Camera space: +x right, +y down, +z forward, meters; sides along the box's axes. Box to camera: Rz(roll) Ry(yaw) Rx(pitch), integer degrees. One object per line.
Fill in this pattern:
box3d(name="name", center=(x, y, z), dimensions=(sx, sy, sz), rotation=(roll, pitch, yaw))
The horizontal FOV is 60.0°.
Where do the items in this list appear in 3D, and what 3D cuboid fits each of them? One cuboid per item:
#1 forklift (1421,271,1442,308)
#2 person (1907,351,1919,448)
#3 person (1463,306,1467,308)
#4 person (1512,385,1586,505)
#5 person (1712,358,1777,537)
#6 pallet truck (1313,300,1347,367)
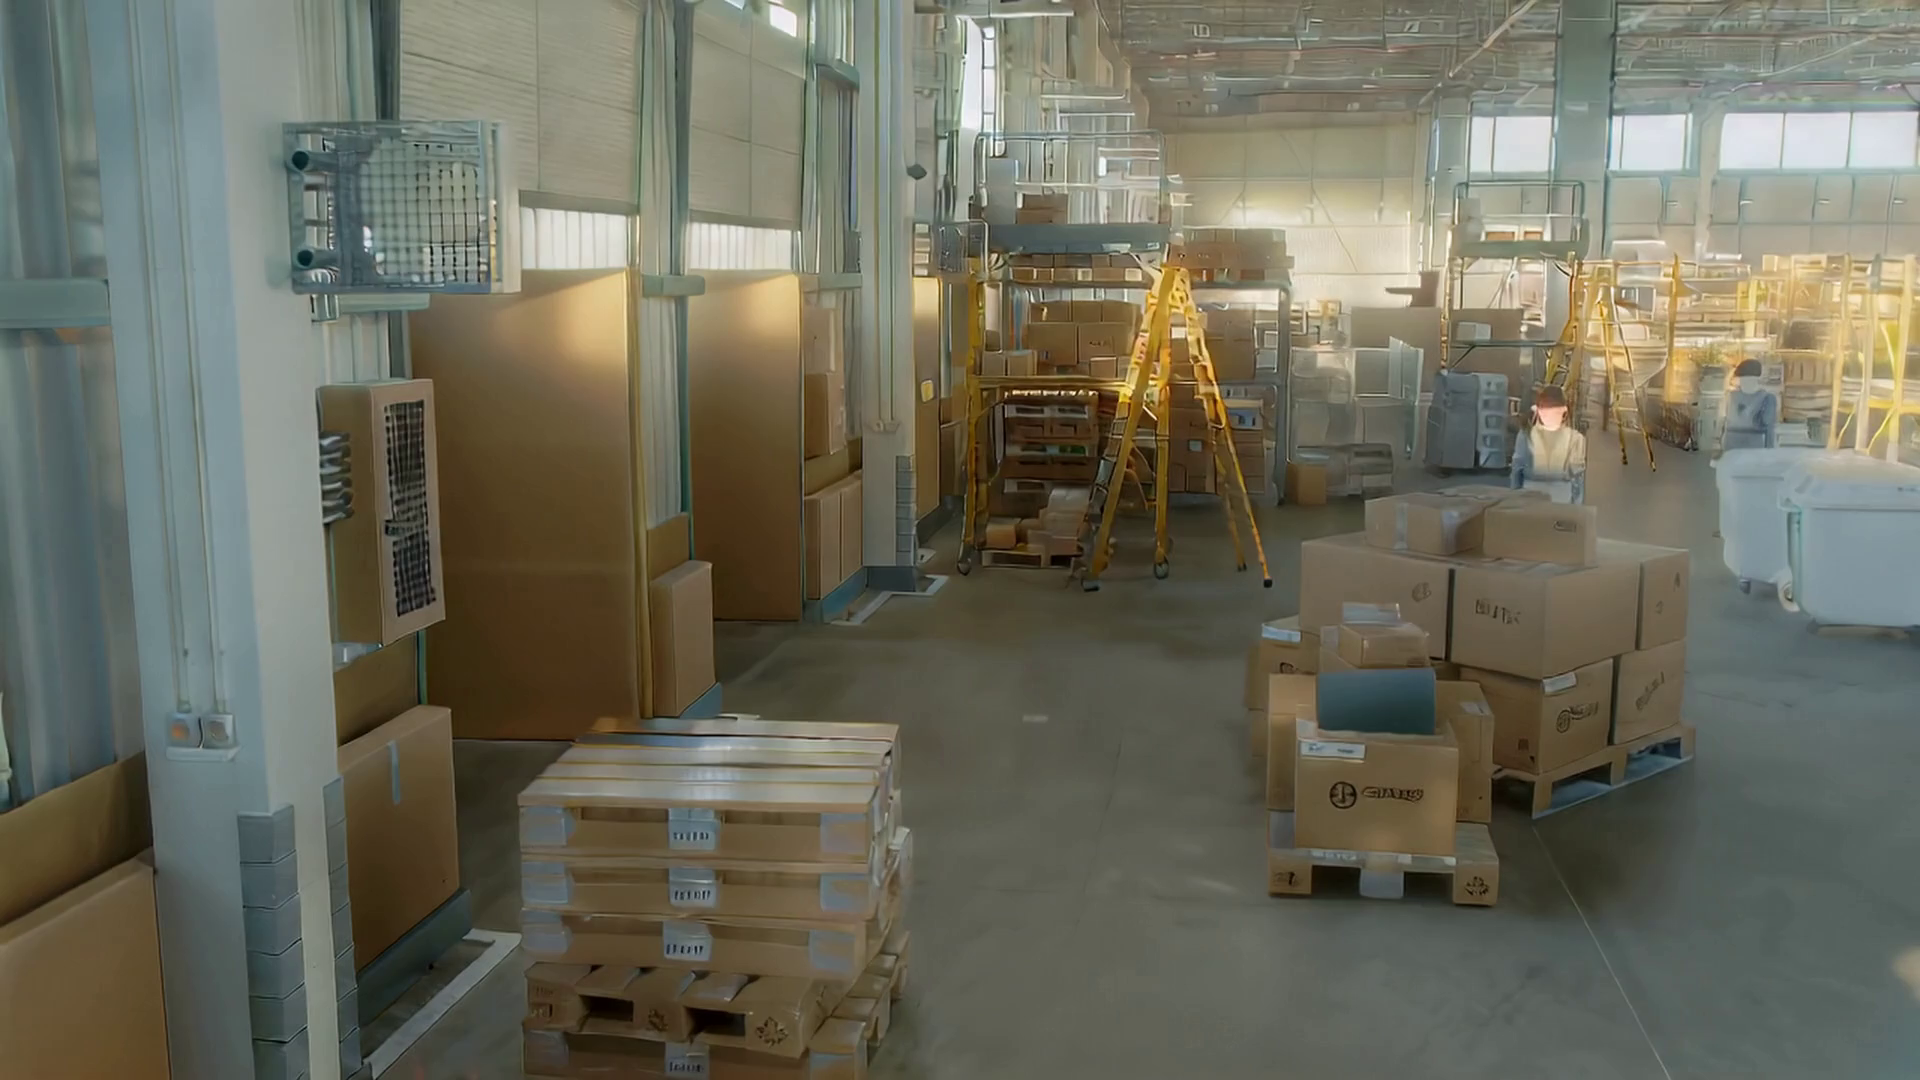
box3d(name="forklift", center=(11.787, -5.365, 41.852), dimensions=(1.873, 2.768, 1.129), rotation=(1, 9, 9))
box3d(name="person", center=(15.501, -2.340, 26.732), dimensions=(0.335, 1.735, 0.484), rotation=(5, 10, 28))
box3d(name="person", center=(16.445, -6.770, 54.177), dimensions=(0.370, 1.685, 0.540), rotation=(-4, 10, -23))
box3d(name="person", center=(4.729, -0.283, 13.410), dimensions=(0.546, 1.938, 0.361), rotation=(4, 10, 22))
box3d(name="person", center=(8.286, -0.951, 17.564), dimensions=(0.371, 1.925, 0.595), rotation=(-5, 11, -29))
box3d(name="pallet truck", center=(11.159, -6.200, 49.718), dimensions=(0.823, 1.965, 1.885), rotation=(4, 10, 26))
